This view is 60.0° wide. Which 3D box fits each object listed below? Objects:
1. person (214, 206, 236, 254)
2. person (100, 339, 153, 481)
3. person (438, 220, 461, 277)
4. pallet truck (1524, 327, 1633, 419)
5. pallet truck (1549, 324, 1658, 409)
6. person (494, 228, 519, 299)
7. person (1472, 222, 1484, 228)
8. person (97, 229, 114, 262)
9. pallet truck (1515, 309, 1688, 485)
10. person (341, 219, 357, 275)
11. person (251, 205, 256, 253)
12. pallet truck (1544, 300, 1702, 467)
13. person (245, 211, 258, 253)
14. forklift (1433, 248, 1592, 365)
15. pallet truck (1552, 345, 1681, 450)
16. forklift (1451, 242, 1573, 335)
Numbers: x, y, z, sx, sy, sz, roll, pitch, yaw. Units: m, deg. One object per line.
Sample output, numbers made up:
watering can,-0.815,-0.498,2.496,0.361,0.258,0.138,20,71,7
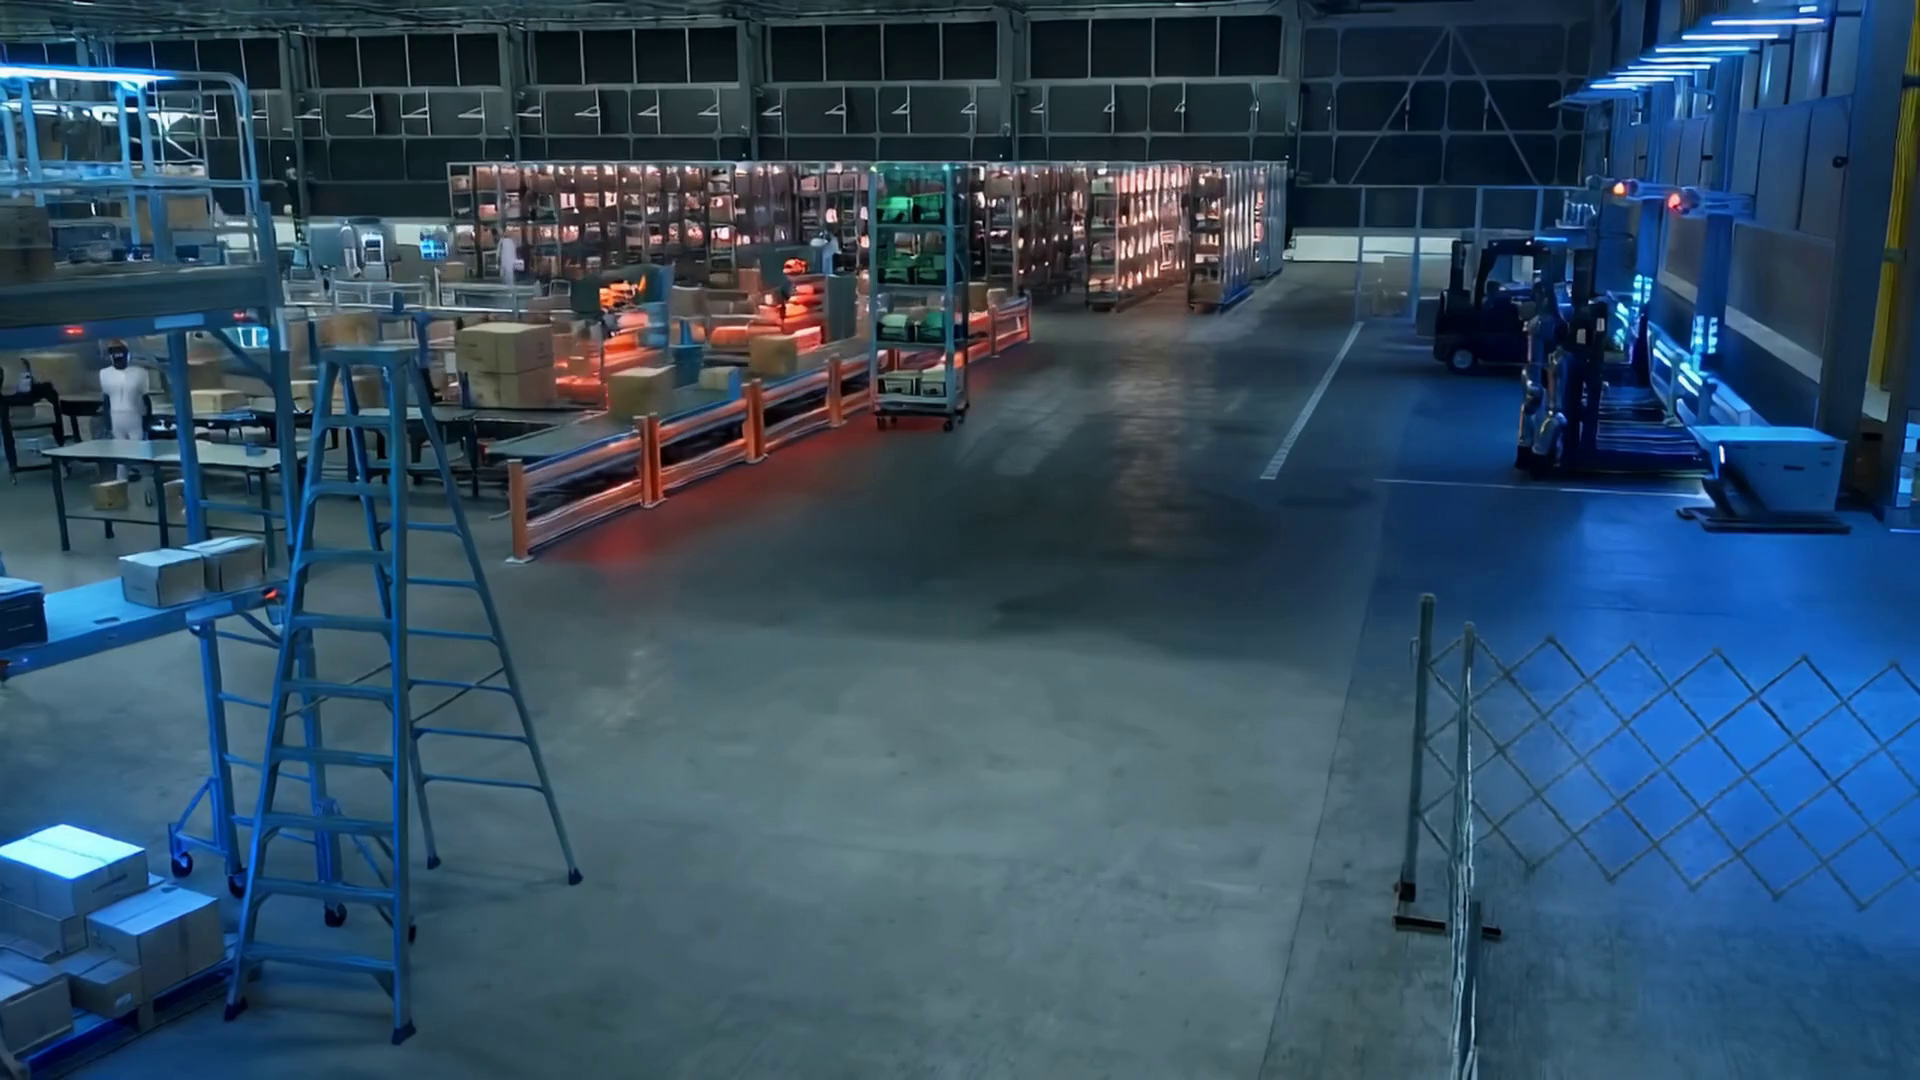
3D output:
person,-28.530,-11.965,64.228,1.004,1.855,0.652,-5,14,-21
person,-8.859,-1.210,17.703,0.518,1.874,0.329,-2,13,-10
person,-15.677,-8.897,51.053,0.964,1.795,0.567,0,13,0
pallet truck,9.065,-2.460,24.370,1.522,1.261,0.704,3,13,14
pallet truck,9.824,-2.669,25.407,1.601,1.201,0.680,4,14,16
person,-12.026,-7.337,44.171,0.960,1.870,0.635,3,13,12
person,14.257,-7.821,46.025,0.400,1.986,0.608,5,14,22
person,-23.337,-7.634,45.636,0.925,1.781,0.617,5,14,22
pallet truck,7.554,-1.677,19.446,1.885,1.965,0.823,3,13,14
person,-19.503,-9.340,53.074,0.329,1.751,0.571,8,15,32
person,-27.338,-12.035,64.441,0.482,1.892,0.622,-7,15,-29
pallet truck,8.263,-1.952,20.631,1.885,1.965,0.823,5,14,20
person,-26.549,-11.467,62.356,0.487,1.714,0.843,-11,17,-40
forklift,9.780,-4.111,29.280,2.680,1.987,1.157,3,13,14
pallet truck,8.641,-1.896,21.908,1.630,1.274,0.653,4,14,16
forklift,10.464,-4.597,31.405,2.680,1.987,1.157,4,14,16
